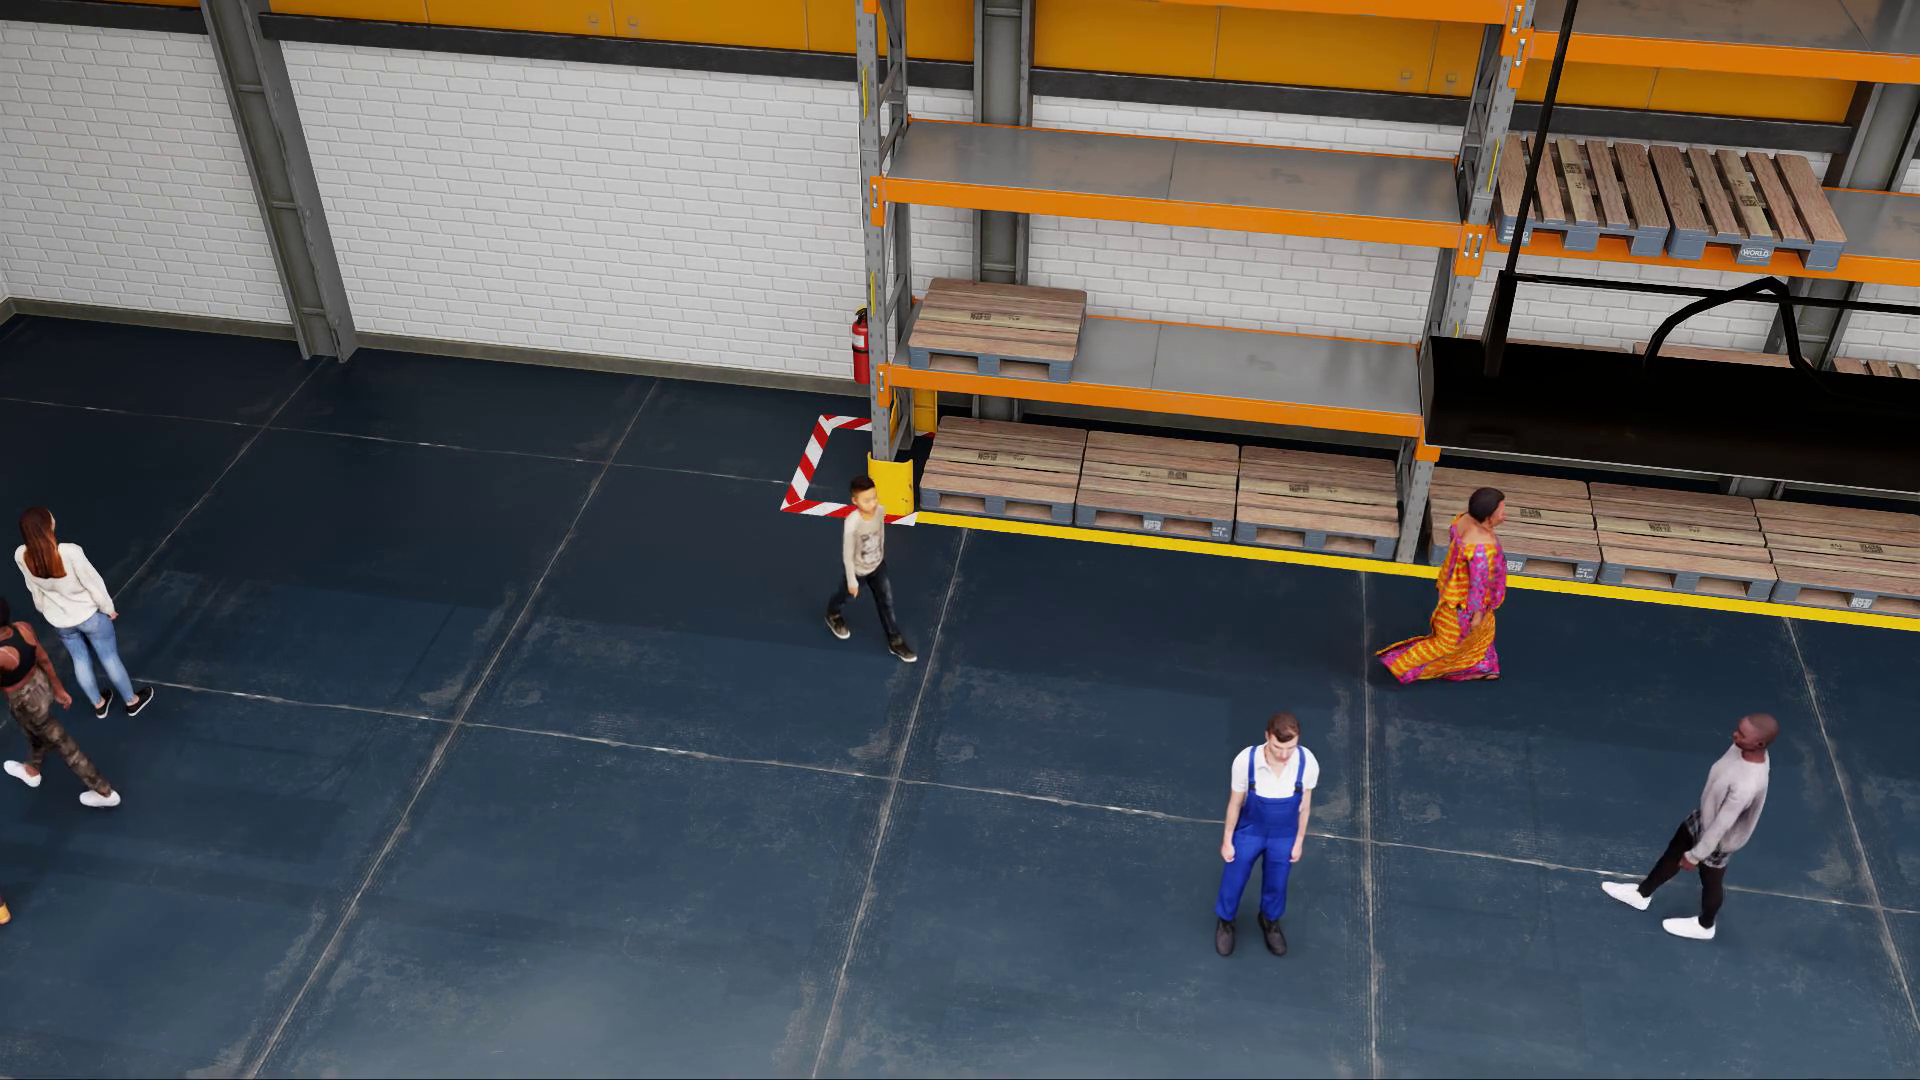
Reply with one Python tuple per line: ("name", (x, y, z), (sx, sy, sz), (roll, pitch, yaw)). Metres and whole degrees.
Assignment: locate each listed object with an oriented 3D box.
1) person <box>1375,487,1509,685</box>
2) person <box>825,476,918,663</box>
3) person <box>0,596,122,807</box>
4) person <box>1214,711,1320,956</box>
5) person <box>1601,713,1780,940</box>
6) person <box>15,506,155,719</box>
("person", (3.267, 0.337, 10.933), (1.138, 1.653, 0.735), (2, 39, 3))
("person", (-0.713, 0.153, 11.343), (0.927, 1.429, 1.078), (-32, 48, -33))
("person", (-5.530, 1.025, 10.065), (1.041, 1.662, 0.608), (5, 39, 6))
("person", (1.693, 1.606, 9.190), (0.534, 1.844, 0.703), (2, 39, 2))
("person", (4.300, 1.627, 9.232), (0.914, 1.760, 0.711), (12, 40, 15))
("person", (-5.691, 0.473, 10.731), (0.544, 1.692, 0.713), (0, 39, 0))
